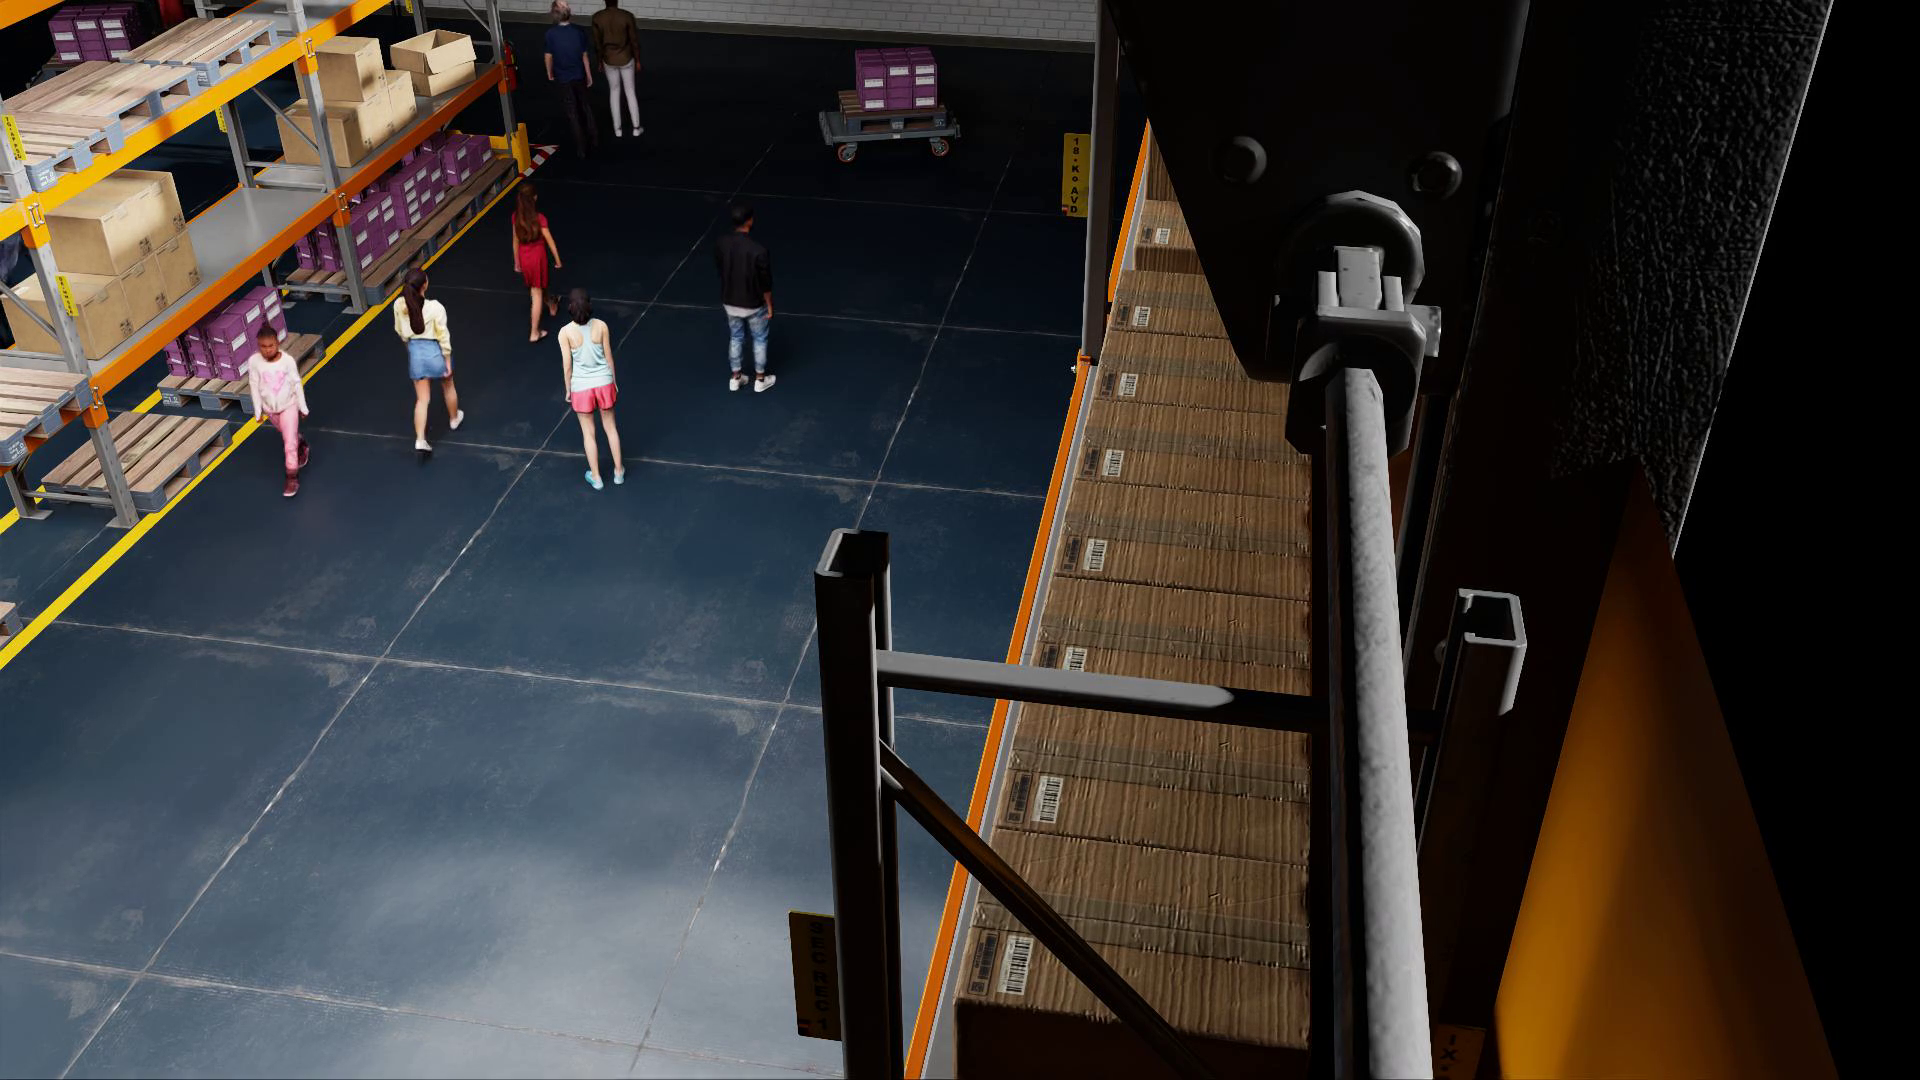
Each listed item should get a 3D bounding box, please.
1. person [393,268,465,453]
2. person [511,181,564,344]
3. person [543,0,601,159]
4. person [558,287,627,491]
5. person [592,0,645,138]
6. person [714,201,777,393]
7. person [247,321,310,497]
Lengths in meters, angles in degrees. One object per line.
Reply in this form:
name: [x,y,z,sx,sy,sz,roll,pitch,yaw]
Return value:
person: [-4.553,-1.505,14.123,0.743,1.604,1.128,0,34,1]
person: [-4.103,-2.627,15.893,0.618,1.513,1.043,9,35,13]
person: [-4.633,-5.478,19.885,0.959,1.841,1.033,-12,36,-18]
person: [-3.008,-1.243,13.583,0.686,1.764,0.715,-14,36,-20]
person: [-4.214,-5.900,20.534,0.773,1.826,0.651,-2,34,-3]
person: [-1.968,-2.160,14.924,0.750,1.807,0.698,12,35,17]
person: [-5.614,-1.154,13.759,0.711,1.421,1.051,-2,34,-3]
